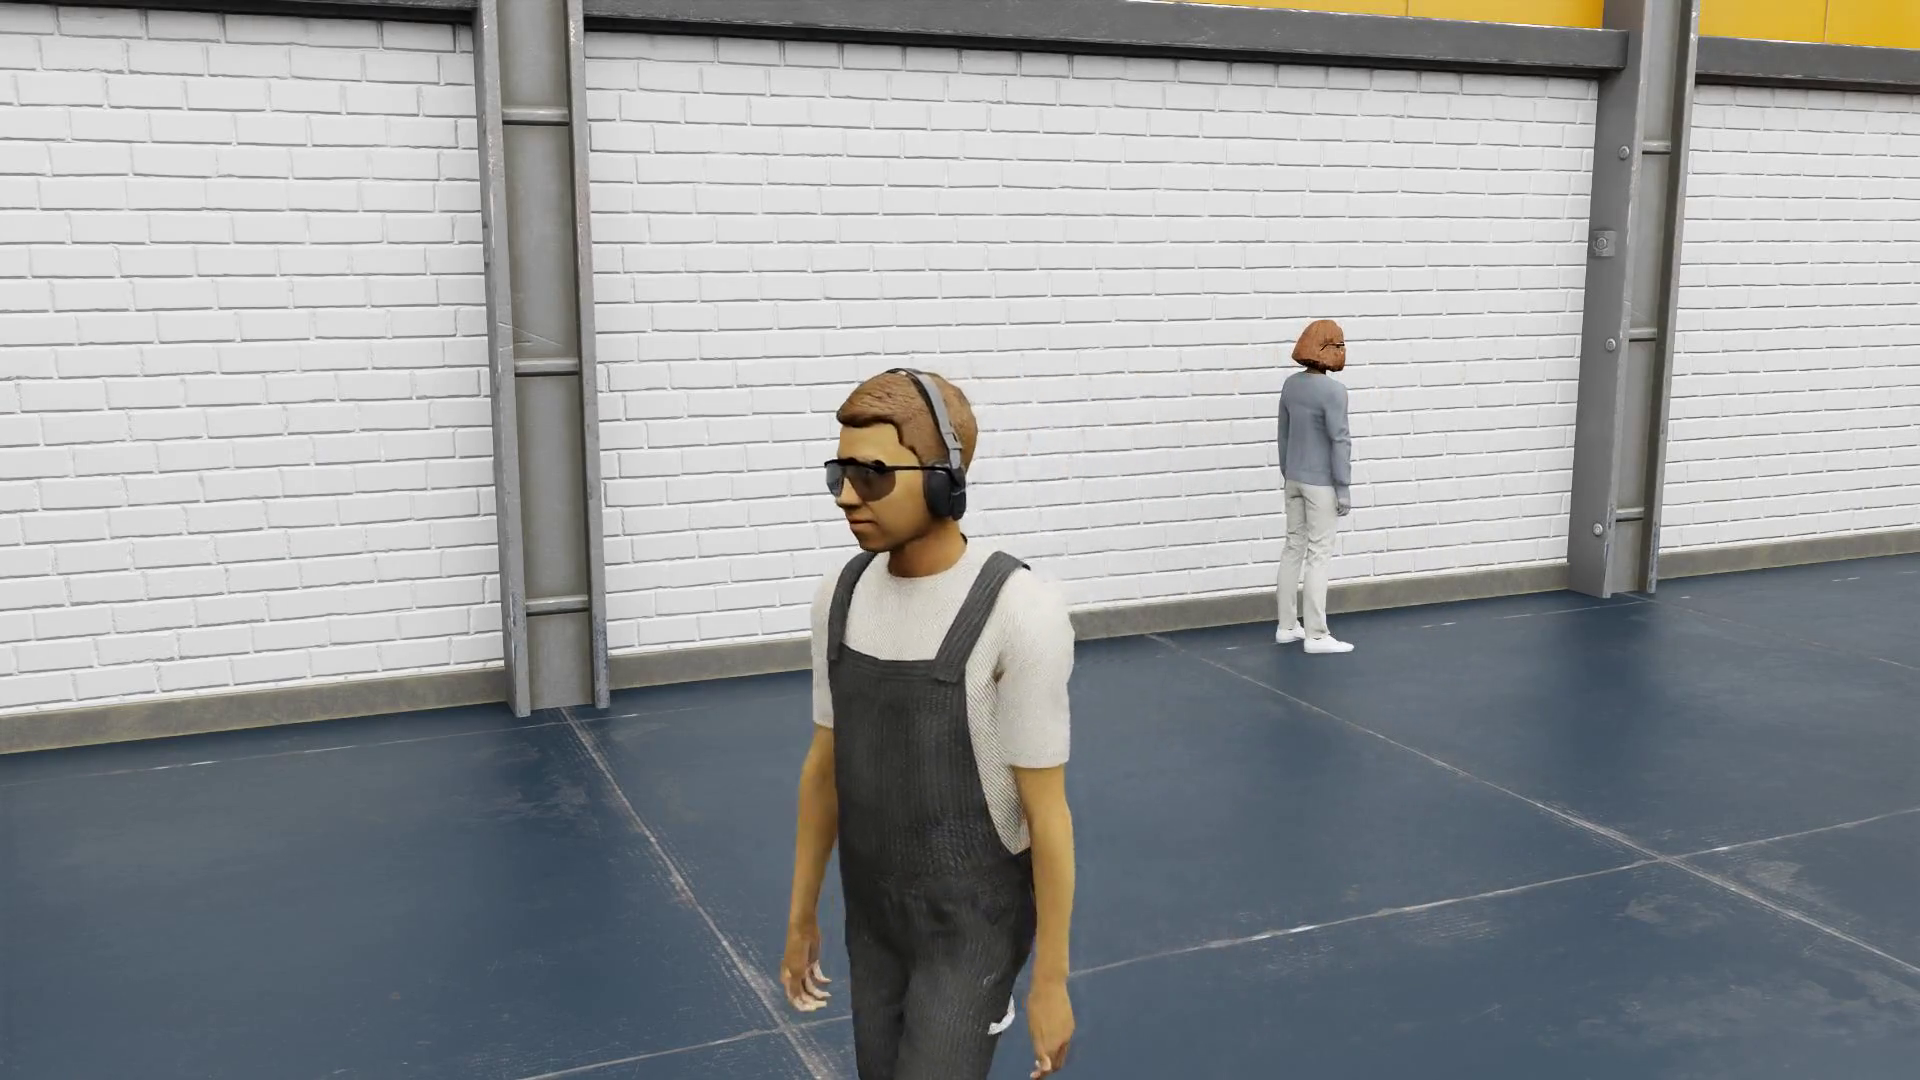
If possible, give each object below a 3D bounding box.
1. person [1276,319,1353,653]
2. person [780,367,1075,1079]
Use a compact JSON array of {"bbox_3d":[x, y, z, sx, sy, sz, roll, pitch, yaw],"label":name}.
[{"bbox_3d":[1.748,-0.265,8.182,0.274,1.632,0.507,-5,11,-23],"label":"person"},{"bbox_3d":[-0.079,0.643,2.643,0.535,1.827,0.428,10,14,43],"label":"person"}]
